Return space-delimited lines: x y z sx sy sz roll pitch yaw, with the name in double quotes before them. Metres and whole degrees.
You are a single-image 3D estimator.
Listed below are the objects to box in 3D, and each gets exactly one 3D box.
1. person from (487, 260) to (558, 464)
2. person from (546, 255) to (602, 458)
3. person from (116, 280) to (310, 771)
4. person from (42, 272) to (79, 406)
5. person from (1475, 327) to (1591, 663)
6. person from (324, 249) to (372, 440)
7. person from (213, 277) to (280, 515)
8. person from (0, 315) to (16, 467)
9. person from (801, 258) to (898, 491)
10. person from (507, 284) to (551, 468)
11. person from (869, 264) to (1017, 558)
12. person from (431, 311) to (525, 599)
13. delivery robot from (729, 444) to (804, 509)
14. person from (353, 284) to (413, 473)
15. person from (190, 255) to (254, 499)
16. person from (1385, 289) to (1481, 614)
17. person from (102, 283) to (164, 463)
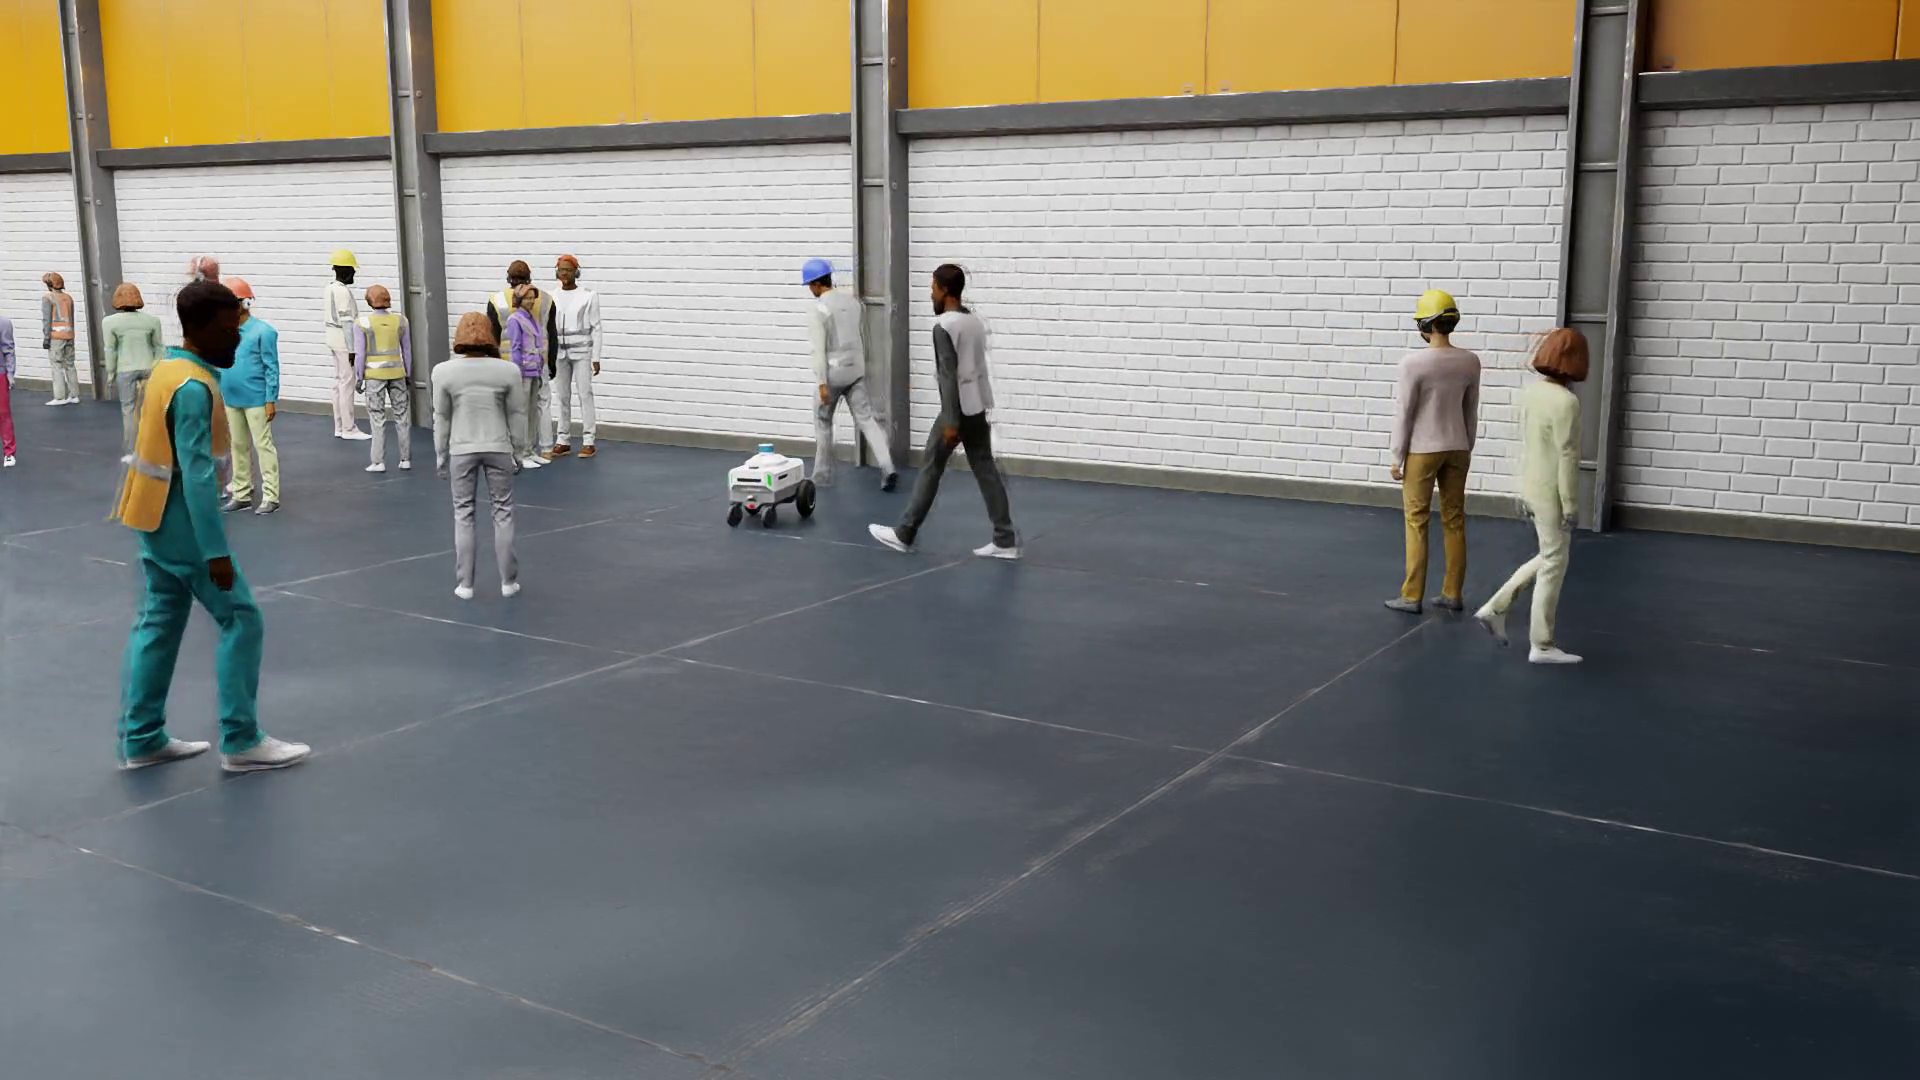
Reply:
"person" -3.968 -1.611 15.109 0.625 1.843 0.430 -5 11 -24
"person" -3.619 -1.703 15.499 0.583 1.882 0.337 2 11 13
"person" -2.857 -0.030 6.277 0.674 1.872 0.603 -7 12 -33
"person" -11.064 -2.469 20.450 0.323 1.631 0.524 1 10 7
"person" 2.785 -0.199 7.918 0.399 1.622 0.500 0 10 2
"person" -6.240 -1.976 16.902 0.363 1.924 0.589 -7 12 -33
"person" -5.299 -1.062 12.309 0.564 1.751 0.330 3 11 17
"person" -8.694 -1.461 14.847 0.500 1.636 0.280 -2 10 -12
"person" -0.888 -1.321 13.385 0.941 1.889 0.712 9 13 40
"person" -3.872 -1.463 14.858 0.306 1.637 0.521 1 10 4
"person" -0.073 -0.816 10.639 1.009 1.864 0.615 5 11 26
"person" -2.711 -0.475 9.418 0.499 1.624 0.283 -4 11 -20
"delivery robot" -1.388 -0.449 11.977 0.477 0.478 0.707 3 11 15
"person" -5.026 -1.404 14.524 0.522 1.640 0.306 -9 14 -42
"person" -5.847 -1.269 13.055 0.406 1.906 0.644 3 11 16
"person" 2.566 -0.474 9.048 0.524 1.759 0.338 -4 11 -20
"person" -7.514 -1.518 15.165 0.500 1.636 0.283 -8 13 -37
